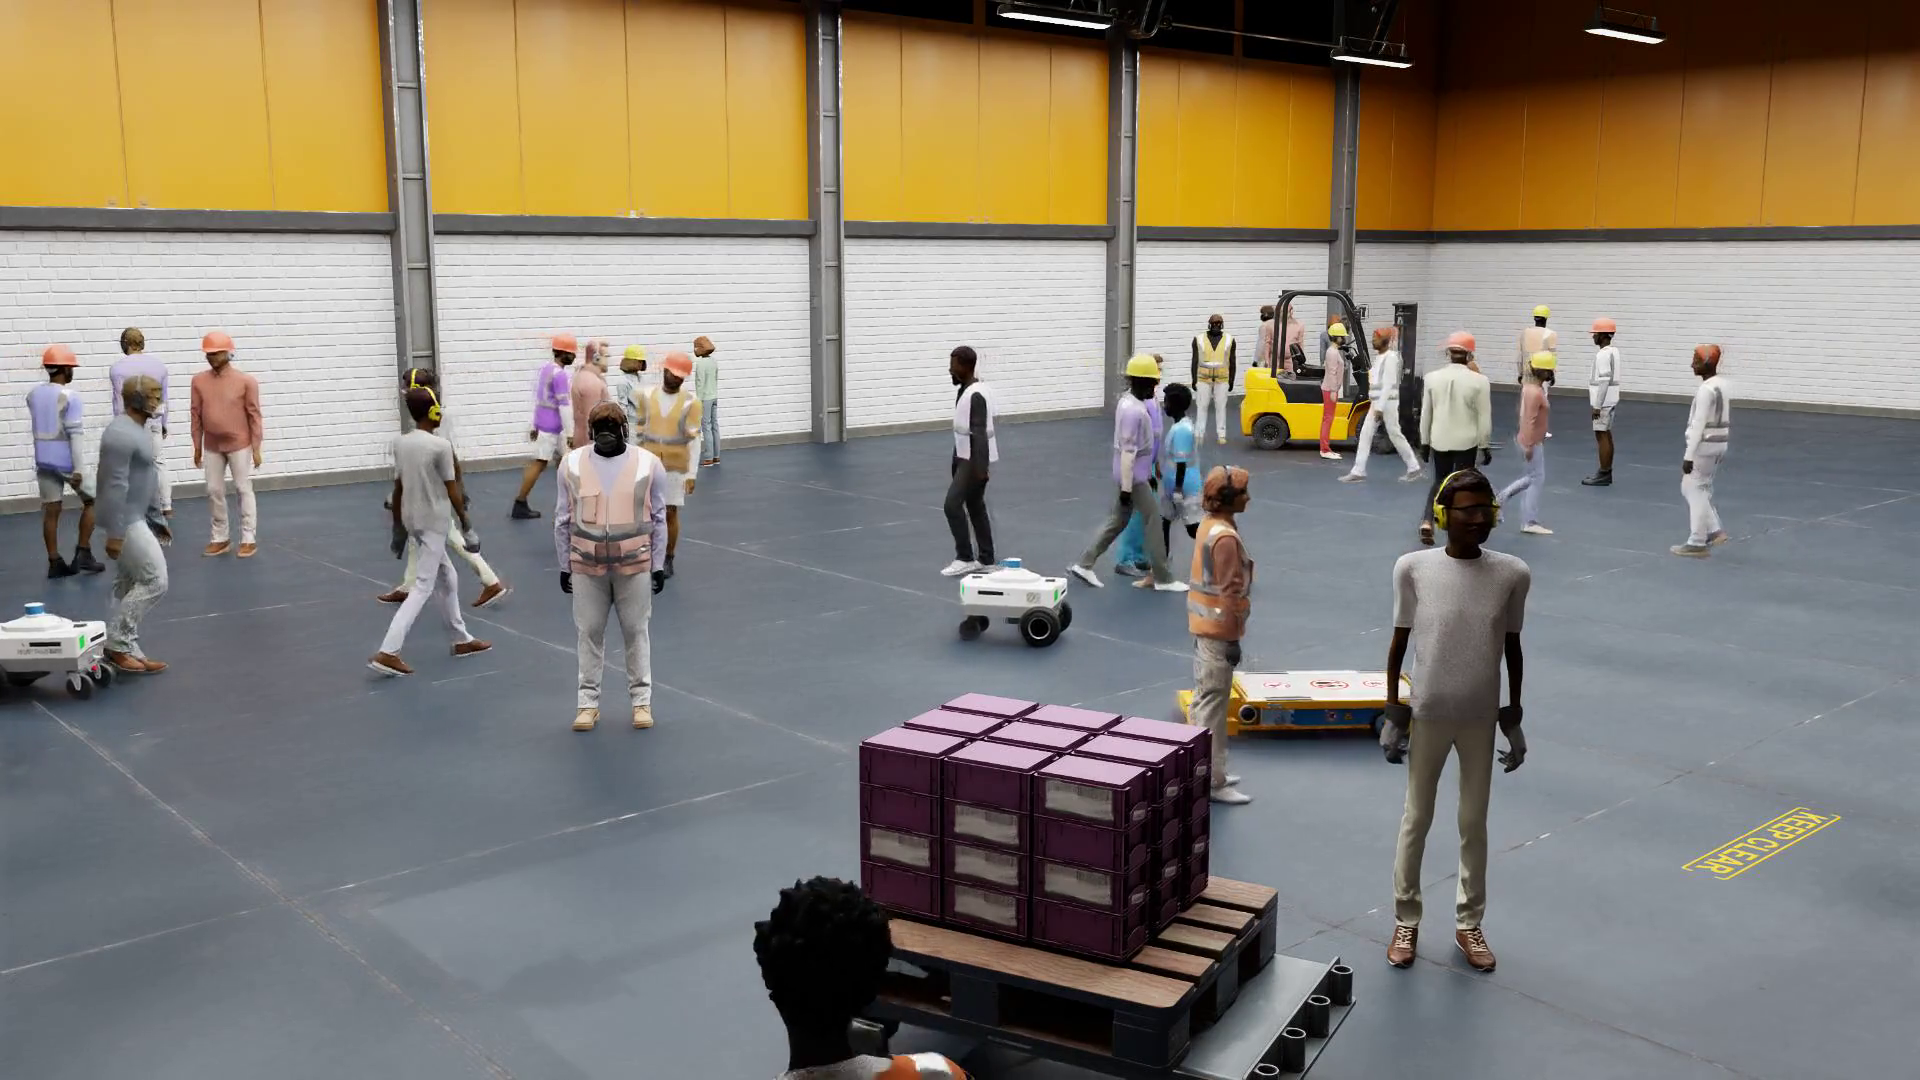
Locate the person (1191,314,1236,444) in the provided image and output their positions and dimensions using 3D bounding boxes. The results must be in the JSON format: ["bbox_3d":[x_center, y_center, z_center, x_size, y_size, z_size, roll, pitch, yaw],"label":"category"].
[{"bbox_3d":[3.545,-2.244,23.303,0.625,1.837,0.430,1,10,6],"label":"person"}]

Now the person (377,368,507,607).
[{"bbox_3d":[-3.912,-0.388,12.519,1.009,1.814,0.501,0,10,-1],"label":"person"}]

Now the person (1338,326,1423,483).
[{"bbox_3d":[4.952,-1.558,19.287,0.983,1.843,0.576,-1,10,-8],"label":"person"}]

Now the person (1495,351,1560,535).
[{"bbox_3d":[5.383,-0.929,15.825,0.539,1.749,0.534,3,10,19],"label":"person"}]

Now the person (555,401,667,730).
[{"bbox_3d":[-1.940,0.144,9.281,0.624,1.844,0.429,-1,10,-7],"label":"person"}]

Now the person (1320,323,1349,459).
[{"bbox_3d":[4.879,-1.942,21.711,0.328,1.769,0.526,2,10,13],"label":"person"}]

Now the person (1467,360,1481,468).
[{"bbox_3d":[4.989,-0.978,16.457,0.277,1.631,0.506,-1,10,-4],"label":"person"}]

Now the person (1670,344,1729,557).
[{"bbox_3d":[6.492,-0.777,14.556,0.398,1.876,0.615,7,12,35],"label":"person"}]

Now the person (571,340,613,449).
[{"bbox_3d":[-3.288,-0.860,15.022,0.431,1.889,0.643,-4,11,-23],"label":"person"}]

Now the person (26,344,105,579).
[{"bbox_3d":[-7.364,-0.644,13.694,0.550,1.914,0.583,2,10,14],"label":"person"}]

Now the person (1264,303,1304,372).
[{"bbox_3d":[5.217,-2.881,26.822,0.639,1.901,0.406,1,10,8],"label":"person"}]

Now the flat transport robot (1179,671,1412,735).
[{"bbox_3d":[2.002,0.910,9.388,1.431,0.197,0.652,0,10,-2],"label":"flat transport robot"}]

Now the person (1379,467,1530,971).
[{"bbox_3d":[1.828,0.662,6.150,0.532,1.876,0.321,1,10,7],"label":"person"}]

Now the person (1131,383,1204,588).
[{"bbox_3d":[1.825,-0.413,13.099,0.841,1.666,0.527,0,10,2],"label":"person"}]

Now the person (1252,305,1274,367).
[{"bbox_3d":[5.168,-3.072,28.260,0.628,1.824,0.659,6,11,32],"label":"person"}]

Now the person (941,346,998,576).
[{"bbox_3d":[0.018,-0.647,13.730,0.638,1.895,0.634,-2,10,-10],"label":"person"}]

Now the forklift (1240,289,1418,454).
[{"bbox_3d":[5.034,-2.339,22.783,2.313,2.155,1.214,3,10,16],"label":"forklift"}]

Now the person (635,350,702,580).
[{"bbox_3d":[-2.376,-0.599,13.480,0.610,1.890,0.447,1,10,4],"label":"person"}]

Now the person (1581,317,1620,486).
[{"bbox_3d":[7.377,-1.590,19.149,0.377,1.936,0.549,7,12,34],"label":"person"}]

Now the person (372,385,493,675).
[{"bbox_3d":[-3.417,-0.074,10.626,0.518,1.827,0.975,8,12,38],"label":"person"}]

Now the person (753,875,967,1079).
[{"bbox_3d":[-0.170,1.372,2.606,0.543,1.673,0.689,-5,11,-27],"label":"person"}]

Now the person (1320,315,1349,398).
[{"bbox_3d":[6.427,-3.049,28.574,0.500,1.636,0.282,3,10,16],"label":"person"}]

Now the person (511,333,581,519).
[{"bbox_3d":[-4.114,-1.146,16.786,0.988,1.874,0.553,-4,11,-24],"label":"person"}]

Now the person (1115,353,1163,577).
[{"bbox_3d":[1.492,-0.631,13.812,0.389,1.847,0.574,4,11,23],"label":"person"}]

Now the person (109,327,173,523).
[{"bbox_3d":[-8.117,-1.137,16.492,0.351,1.937,0.635,4,11,23],"label":"person"}]

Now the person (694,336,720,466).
[{"bbox_3d":[-3.199,-1.745,20.951,0.288,1.633,0.497,3,10,17],"label":"person"}]

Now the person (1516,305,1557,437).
[{"bbox_3d":[8.399,-2.452,24.227,0.589,1.927,0.388,9,13,43],"label":"person"}]

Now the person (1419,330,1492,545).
[{"bbox_3d":[4.403,-0.868,14.792,0.624,1.978,0.470,8,13,40],"label":"person"}]

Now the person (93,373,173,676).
[{"bbox_3d":[-5.155,-0.082,10.384,0.444,1.915,0.638,-4,10,-20],"label":"person"}]

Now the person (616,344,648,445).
[{"bbox_3d":[-3.331,-1.135,17.060,0.325,1.740,0.492,3,10,15],"label":"person"}]

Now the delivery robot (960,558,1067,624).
[{"bbox_3d":[0.367,0.369,11.450,0.707,0.478,0.477,2,10,14],"label":"delivery robot"}]

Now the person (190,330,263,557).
[{"bbox_3d":[-6.436,-0.838,14.579,0.623,1.992,0.397,1,10,3],"label":"person"}]

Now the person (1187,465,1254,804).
[{"bbox_3d":[1.257,0.452,8.073,0.311,1.637,0.522,0,10,-1],"label":"person"}]

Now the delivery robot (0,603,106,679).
[{"bbox_3d":[-5.525,0.619,9.968,0.707,0.478,0.477,0,9,-3],"label":"delivery robot"}]

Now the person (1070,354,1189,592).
[{"bbox_3d":[1.339,-0.527,13.090,0.951,1.888,0.607,1,10,4],"label":"person"}]
